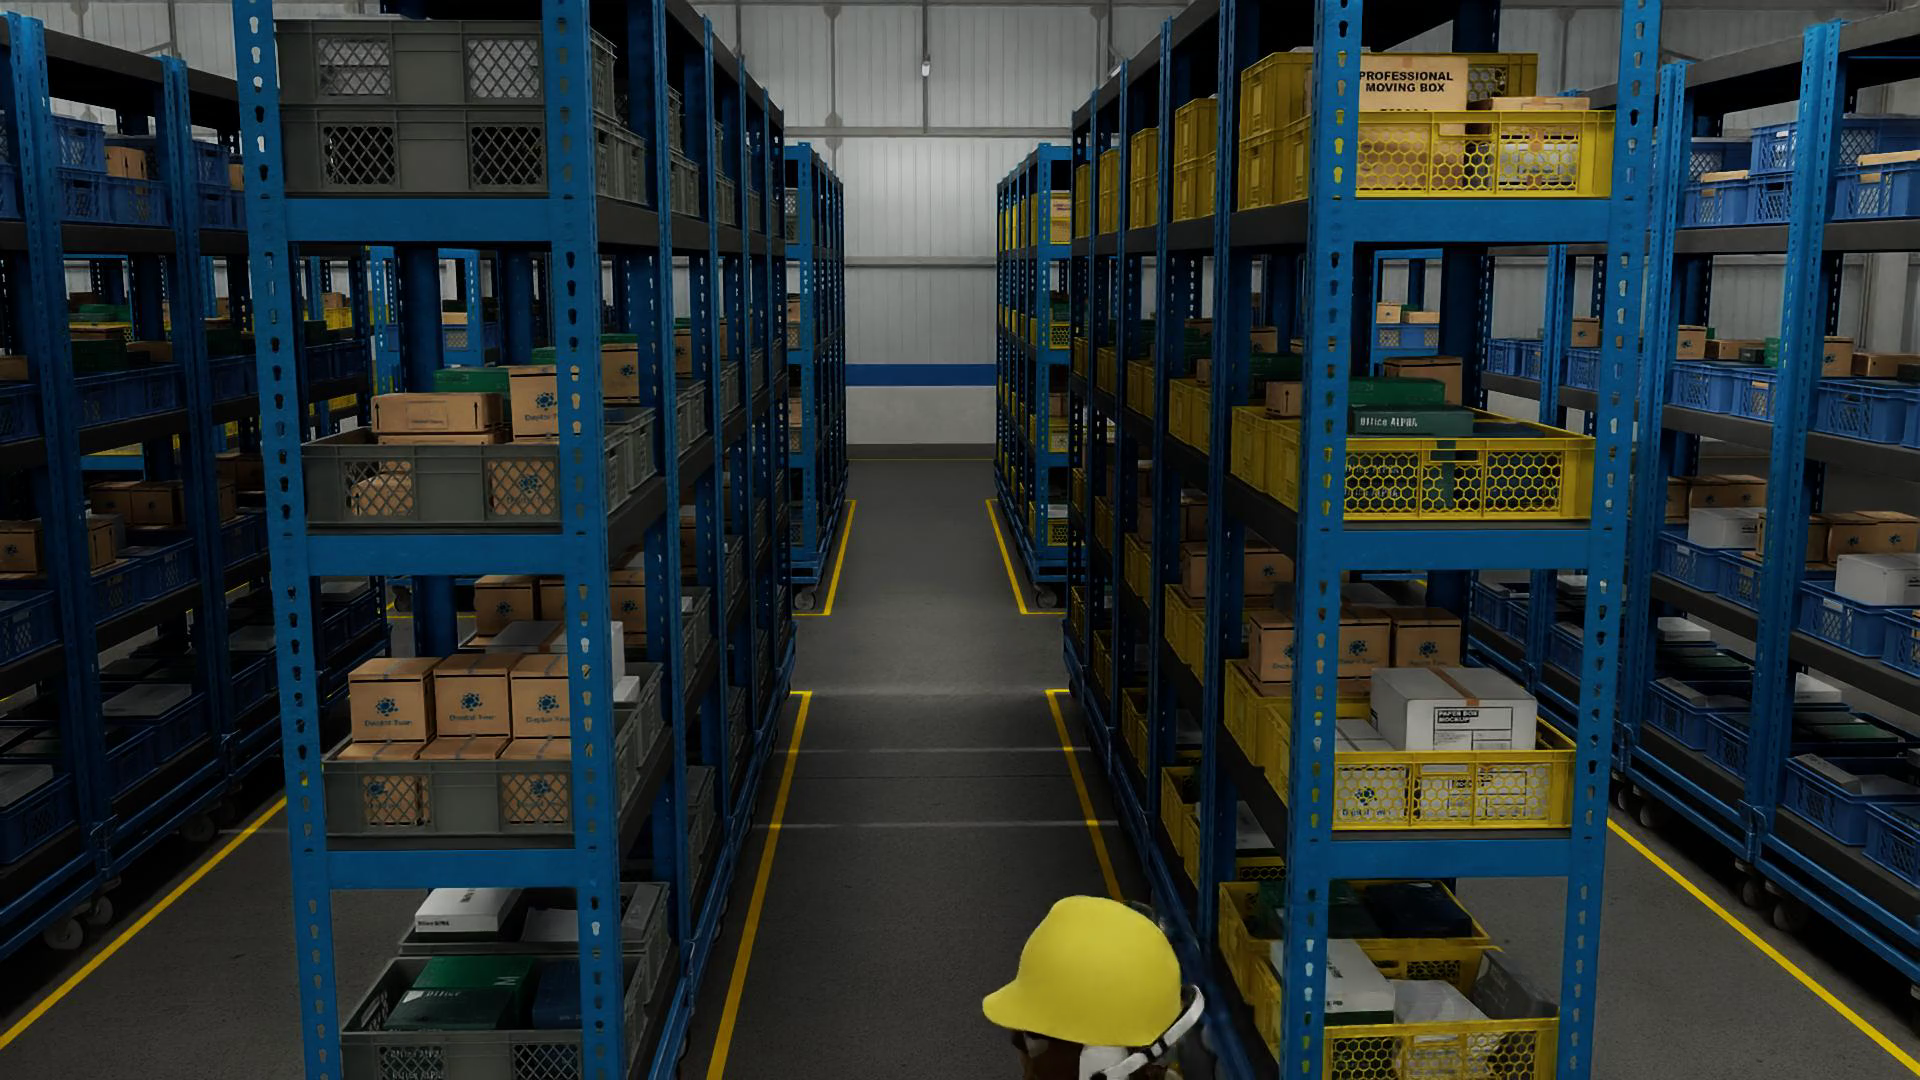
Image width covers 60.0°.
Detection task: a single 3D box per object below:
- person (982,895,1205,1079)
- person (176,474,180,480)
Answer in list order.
[{"bbox_3d":[0.260,1.397,2.474,0.889,1.796,0.599,1,9,4],"label":"person"},{"bbox_3d":[-9.490,-1.610,20.674,0.906,1.801,0.594,0,9,1],"label":"person"}]
